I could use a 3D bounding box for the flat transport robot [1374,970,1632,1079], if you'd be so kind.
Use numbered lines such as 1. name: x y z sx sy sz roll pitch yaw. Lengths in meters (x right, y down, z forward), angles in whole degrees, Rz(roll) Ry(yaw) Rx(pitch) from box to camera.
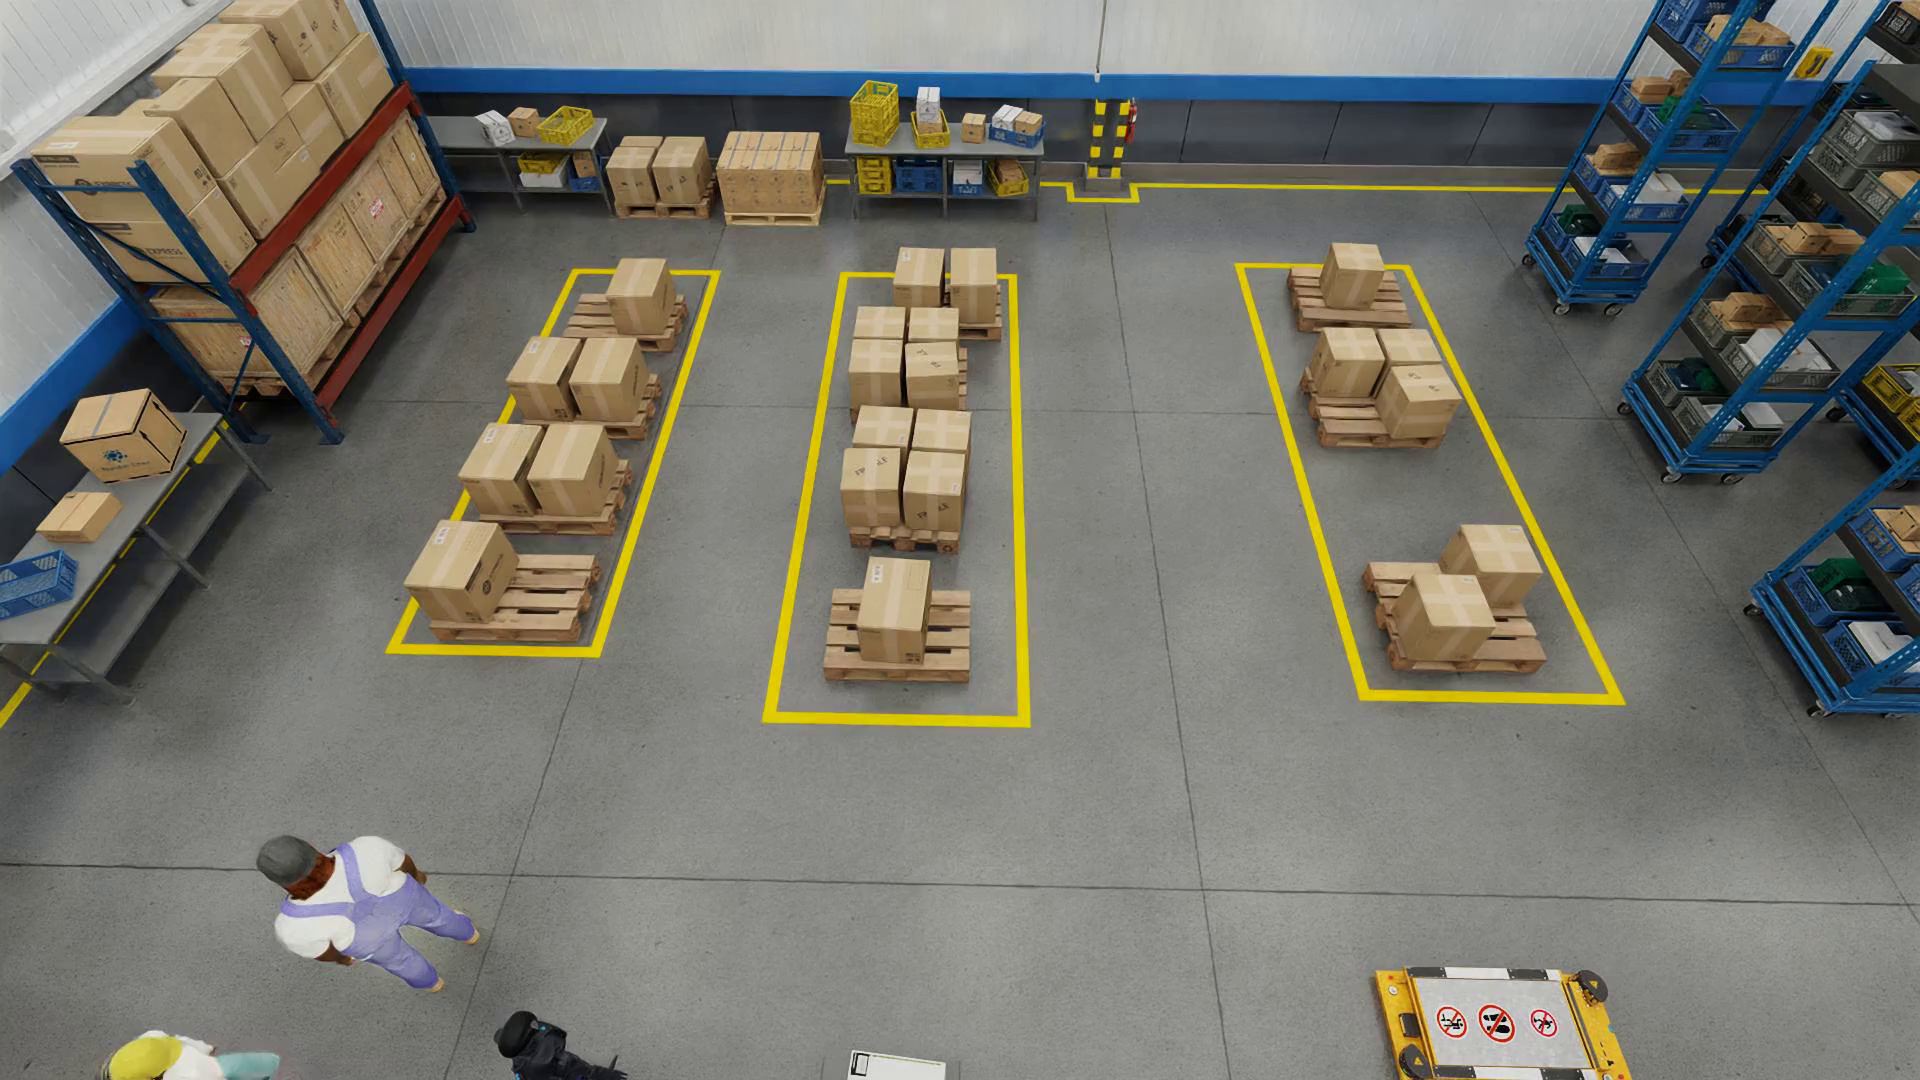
1. flat transport robot: 3.501 3.133 5.914 1.431 0.197 0.652 1 51 1

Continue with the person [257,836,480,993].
1. person: -3.575 2.225 5.530 0.537 2.000 0.678 22 54 17

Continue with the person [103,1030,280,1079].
1. person: -4.089 3.021 5.070 0.406 1.739 0.550 -24 55 -18

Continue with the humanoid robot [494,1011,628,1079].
1. humanoid robot: -2.210 2.984 5.143 0.577 1.651 0.332 13 52 11
